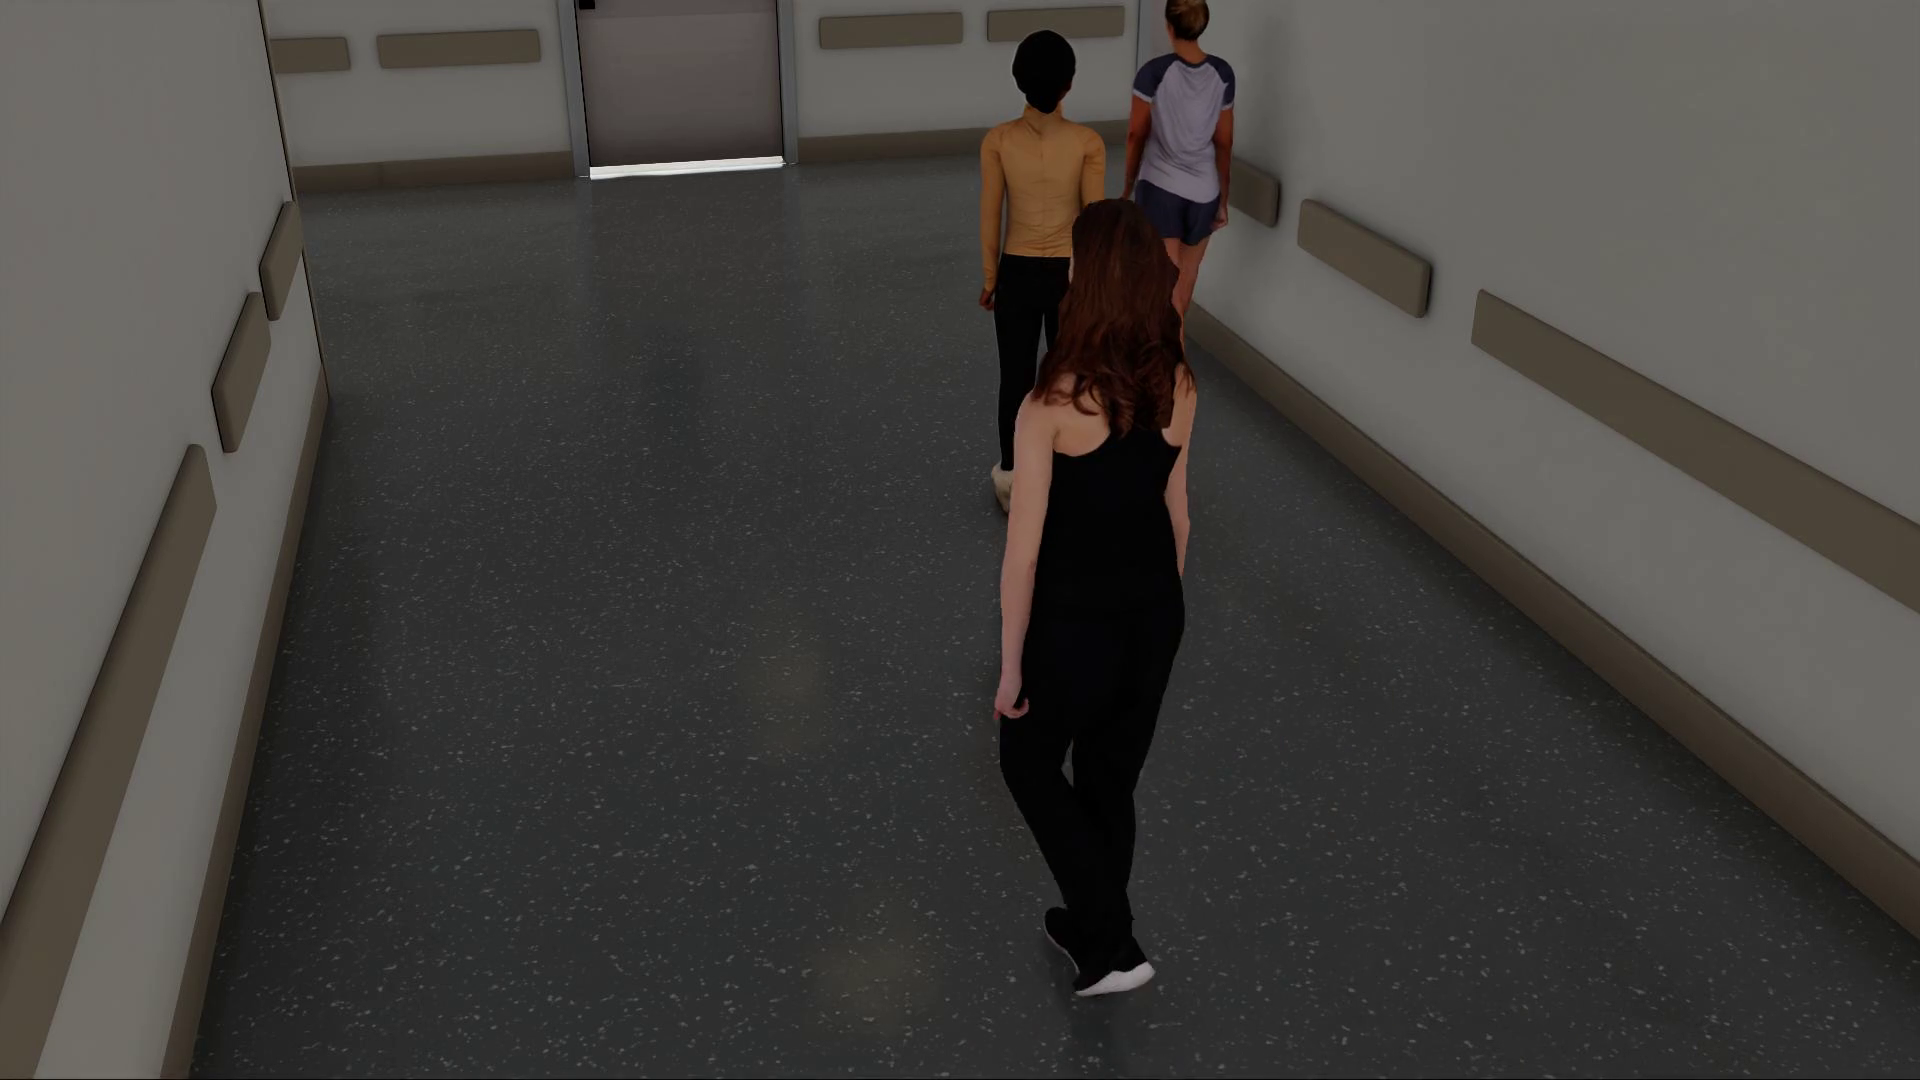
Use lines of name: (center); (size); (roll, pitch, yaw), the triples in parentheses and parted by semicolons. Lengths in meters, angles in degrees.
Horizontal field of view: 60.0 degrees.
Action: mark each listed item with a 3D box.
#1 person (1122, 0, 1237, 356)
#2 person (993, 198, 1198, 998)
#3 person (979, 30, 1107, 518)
person: (0.900, -1.342, 6.669); (0.854, 1.589, 0.621); (-7, 27, -14)
person: (0.314, 0.225, 3.250); (0.719, 1.735, 0.718); (-11, 28, -22)
person: (0.282, -0.871, 5.611); (0.623, 1.659, 0.732); (3, 26, 7)
